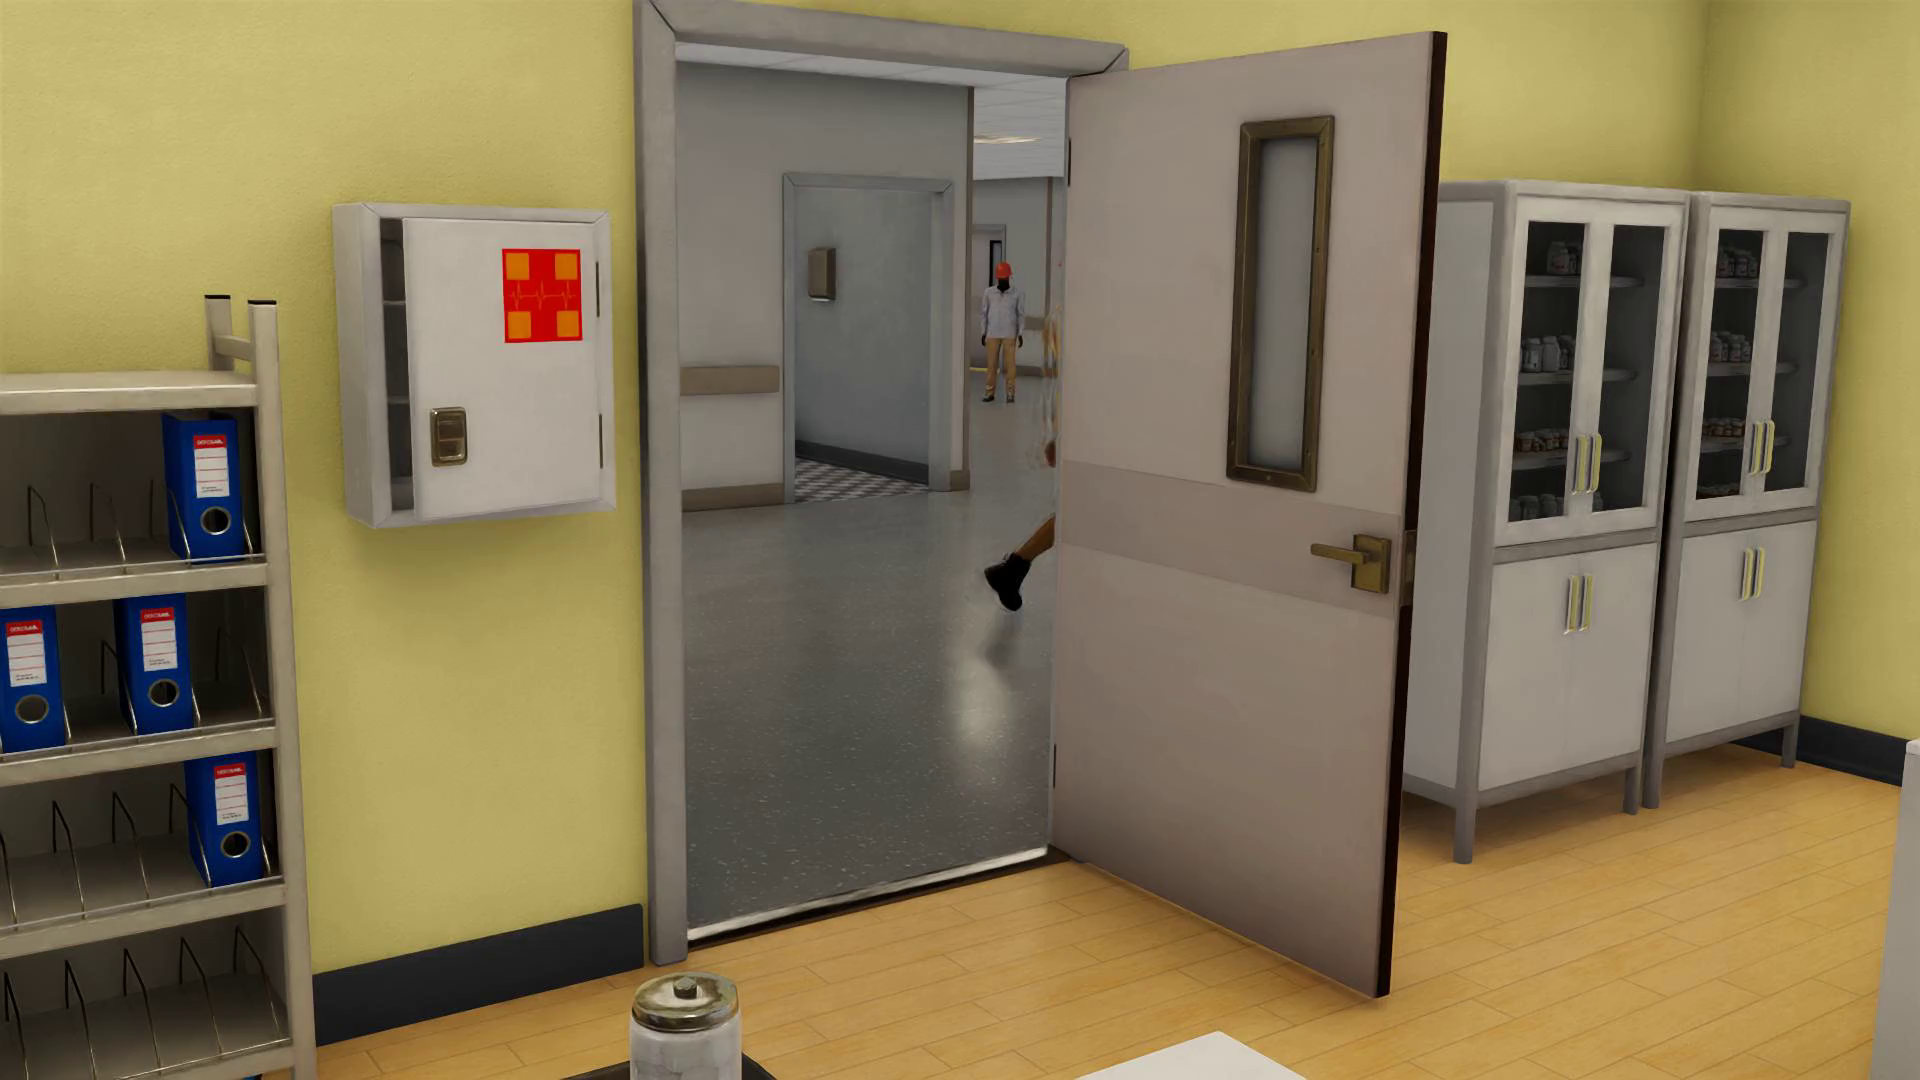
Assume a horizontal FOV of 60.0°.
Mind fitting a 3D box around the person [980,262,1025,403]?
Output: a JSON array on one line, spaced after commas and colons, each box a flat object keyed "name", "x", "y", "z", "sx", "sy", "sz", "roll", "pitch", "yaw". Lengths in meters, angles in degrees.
[{"name": "person", "x": 0.519, "y": -2.570, "z": 20.639, "sx": 0.570, "sy": 1.745, "sz": 0.345, "roll": 3, "pitch": 10, "yaw": 12}]
